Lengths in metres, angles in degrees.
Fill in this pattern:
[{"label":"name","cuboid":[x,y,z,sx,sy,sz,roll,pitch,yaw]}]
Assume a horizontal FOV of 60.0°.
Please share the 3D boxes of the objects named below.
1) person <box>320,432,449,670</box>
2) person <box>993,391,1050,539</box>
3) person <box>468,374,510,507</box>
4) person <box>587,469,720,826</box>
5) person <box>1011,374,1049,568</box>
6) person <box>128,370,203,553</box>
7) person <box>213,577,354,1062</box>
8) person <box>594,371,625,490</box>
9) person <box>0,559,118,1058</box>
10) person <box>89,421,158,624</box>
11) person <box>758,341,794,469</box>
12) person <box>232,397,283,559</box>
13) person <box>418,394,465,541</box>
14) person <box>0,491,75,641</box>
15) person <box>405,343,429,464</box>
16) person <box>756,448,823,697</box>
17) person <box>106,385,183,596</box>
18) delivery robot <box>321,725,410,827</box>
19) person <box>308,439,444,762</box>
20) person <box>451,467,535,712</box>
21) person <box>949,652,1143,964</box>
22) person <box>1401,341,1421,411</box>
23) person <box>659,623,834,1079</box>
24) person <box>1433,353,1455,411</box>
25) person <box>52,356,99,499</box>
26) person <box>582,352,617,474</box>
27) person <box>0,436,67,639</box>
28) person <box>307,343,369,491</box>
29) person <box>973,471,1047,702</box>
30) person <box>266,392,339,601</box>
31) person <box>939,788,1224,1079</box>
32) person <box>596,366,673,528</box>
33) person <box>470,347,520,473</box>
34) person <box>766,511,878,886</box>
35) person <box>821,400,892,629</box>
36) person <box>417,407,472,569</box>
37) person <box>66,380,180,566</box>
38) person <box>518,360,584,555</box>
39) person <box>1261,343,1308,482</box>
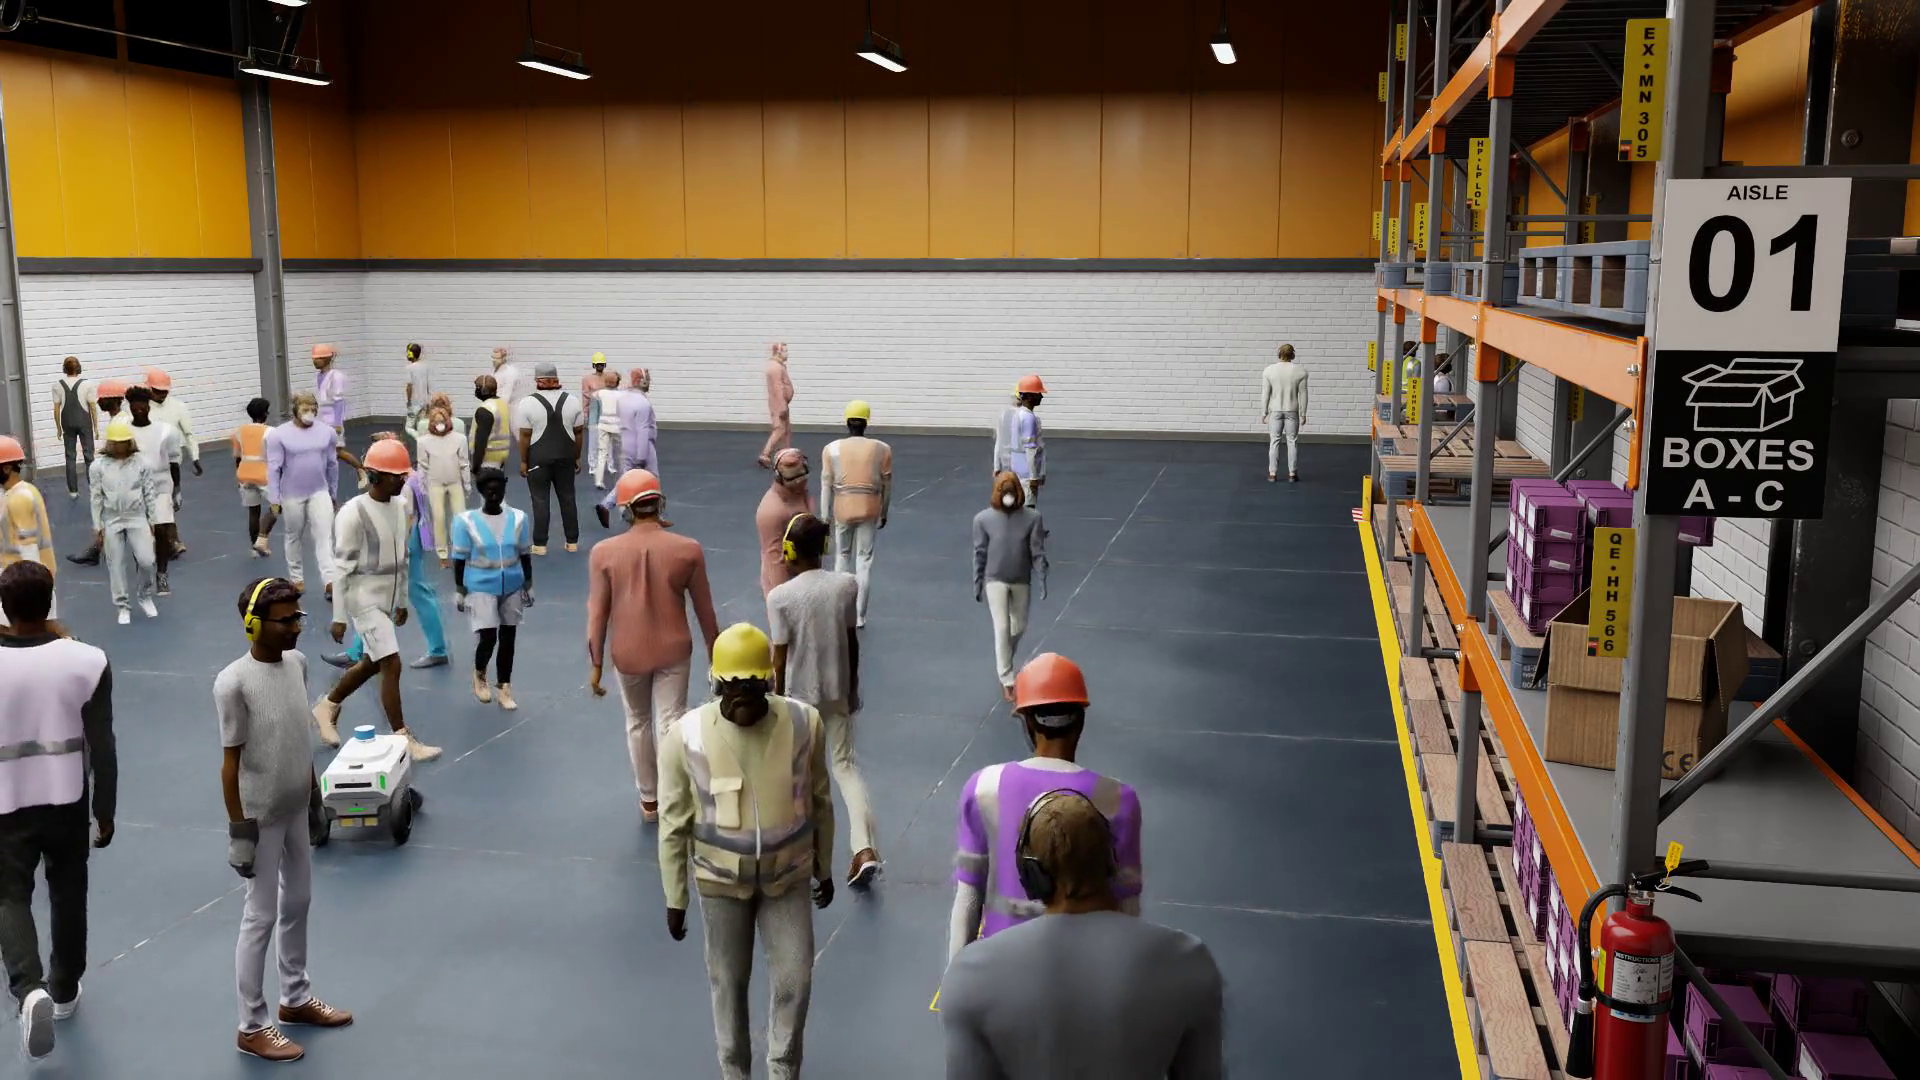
[{"label":"person","cuboid":[-4.252,0.105,12.293,0.935,1.796,0.593,-7,12,-38]},{"label":"person","cuboid":[0.652,-0.797,17.830,0.962,1.773,0.609,-8,13,-42]},{"label":"person","cuboid":[-5.176,-0.903,18.274,0.436,1.830,0.660,0,9,3]},{"label":"person","cuboid":[-1.628,0.590,8.906,0.679,1.953,0.854,-1,9,-7]},{"label":"person","cuboid":[0.695,-0.692,16.695,0.358,1.937,0.548,-2,10,-12]},{"label":"person","cuboid":[-8.523,-0.857,17.760,0.620,1.936,1.063,-9,13,-43]},{"label":"person","cuboid":[-2.624,1.059,6.392,0.315,1.857,0.508,2,10,13]},{"label":"person","cuboid":[-4.717,-1.491,22.519,0.511,1.600,0.852,1,10,8]},{"label":"person","cuboid":[-3.596,1.028,6.471,0.605,1.898,0.784,-5,11,-27]},{"label":"person","cuboid":[-7.046,-0.143,14.027,0.499,1.733,0.389,-5,11,-30]},{"label":"person","cuboid":[-2.691,-1.995,24.751,0.540,1.926,0.668,0,9,-3]},{"label":"person","cuboid":[-7.188,-0.623,17.036,0.557,1.677,0.401,1,10,8]},{"label":"person","cuboid":[-5.665,-0.786,18.207,0.516,1.623,0.389,-3,10,-16]},{"label":"person","cuboid":[-6.941,0.174,12.069,0.750,1.740,0.532,-9,13,-44]},{"label":"person","cuboid":[-8.126,-2.037,25.051,0.503,1.858,0.508,4,10,23]},{"label":"person","cuboid":[-1.088,0.302,10.948,0.416,1.865,0.806,2,10,10]},{"label":"person","cuboid":[-7.542,-0.477,15.405,0.613,1.945,0.757,-5,11,-28]},{"label":"delivery robot","cuboid":[-3.184,1.240,8.929,0.477,0.478,0.707,-1,10,-9]},{"label":"person","cuboid":[-3.669,0.362,10.194,0.944,1.999,0.633,2,10,14]},{"label":"person","cuboid":[-3.144,0.335,11.254,0.551,1.678,0.364,-7,12,-37]},{"label":"person","cuboid":[0.265,1.281,5.036,0.557,1.860,0.993,4,10,21]},{"label":"person","cuboid":[7.042,-2.213,26.162,0.429,1.839,0.623,-6,11,-33]},{"label":"person","cuboid":[-0.724,1.183,5.760,0.619,1.811,0.583,-2,10,-12]},{"label":"person","cuboid":[6.482,-1.602,22.465,0.429,1.843,0.633,-1,9,-5]},{"label":"person","cuboid":[-11.443,-1.452,21.552,0.506,1.846,0.350,-3,10,-15]},{"label":"person","cuboid":[-5.206,-1.836,24.106,0.525,1.769,0.315,-4,10,-23]},{"label":"person","cuboid":[-6.357,0.257,11.101,0.887,1.901,0.571,-4,10,-22]},{"label":"person","cuboid":[-8.214,-1.580,21.831,0.623,2.019,0.842,6,11,34]},{"label":"person","cuboid":[0.335,0.284,11.810,0.512,1.604,0.737,-2,10,-11]},{"label":"person","cuboid":[-5.903,-0.388,15.039,0.666,1.871,1.048,-7,12,-36]},{"label":"person","cuboid":[0.280,1.500,3.704,0.652,1.879,1.001,0,9,0]},{"label":"person","cuboid":[-3.717,-1.039,18.958,0.799,1.883,0.656,-7,12,-35]},{"label":"person","cuboid":[-6.617,-1.887,24.217,1.069,1.846,0.636,-9,13,-43]},{"label":"person","cuboid":[-0.693,0.769,8.191,0.533,1.840,0.875,-4,10,-24]},{"label":"person","cuboid":[-0.865,-0.229,14.030,0.589,1.894,0.772,0,9,-1]},{"label":"person","cuboid":[-5.176,-0.533,16.690,0.520,1.618,0.434,-4,10,-23]},{"label":"person","cuboid":[-8.462,-0.675,16.776,1.032,1.882,0.560,-7,12,-35]},{"label":"person","cuboid":[-4.321,-0.872,17.470,0.689,2.000,0.537,-6,11,-32]},{"label":"person","cuboid":[4.521,-1.770,23.182,0.638,1.938,0.356,2,10,11]}]
